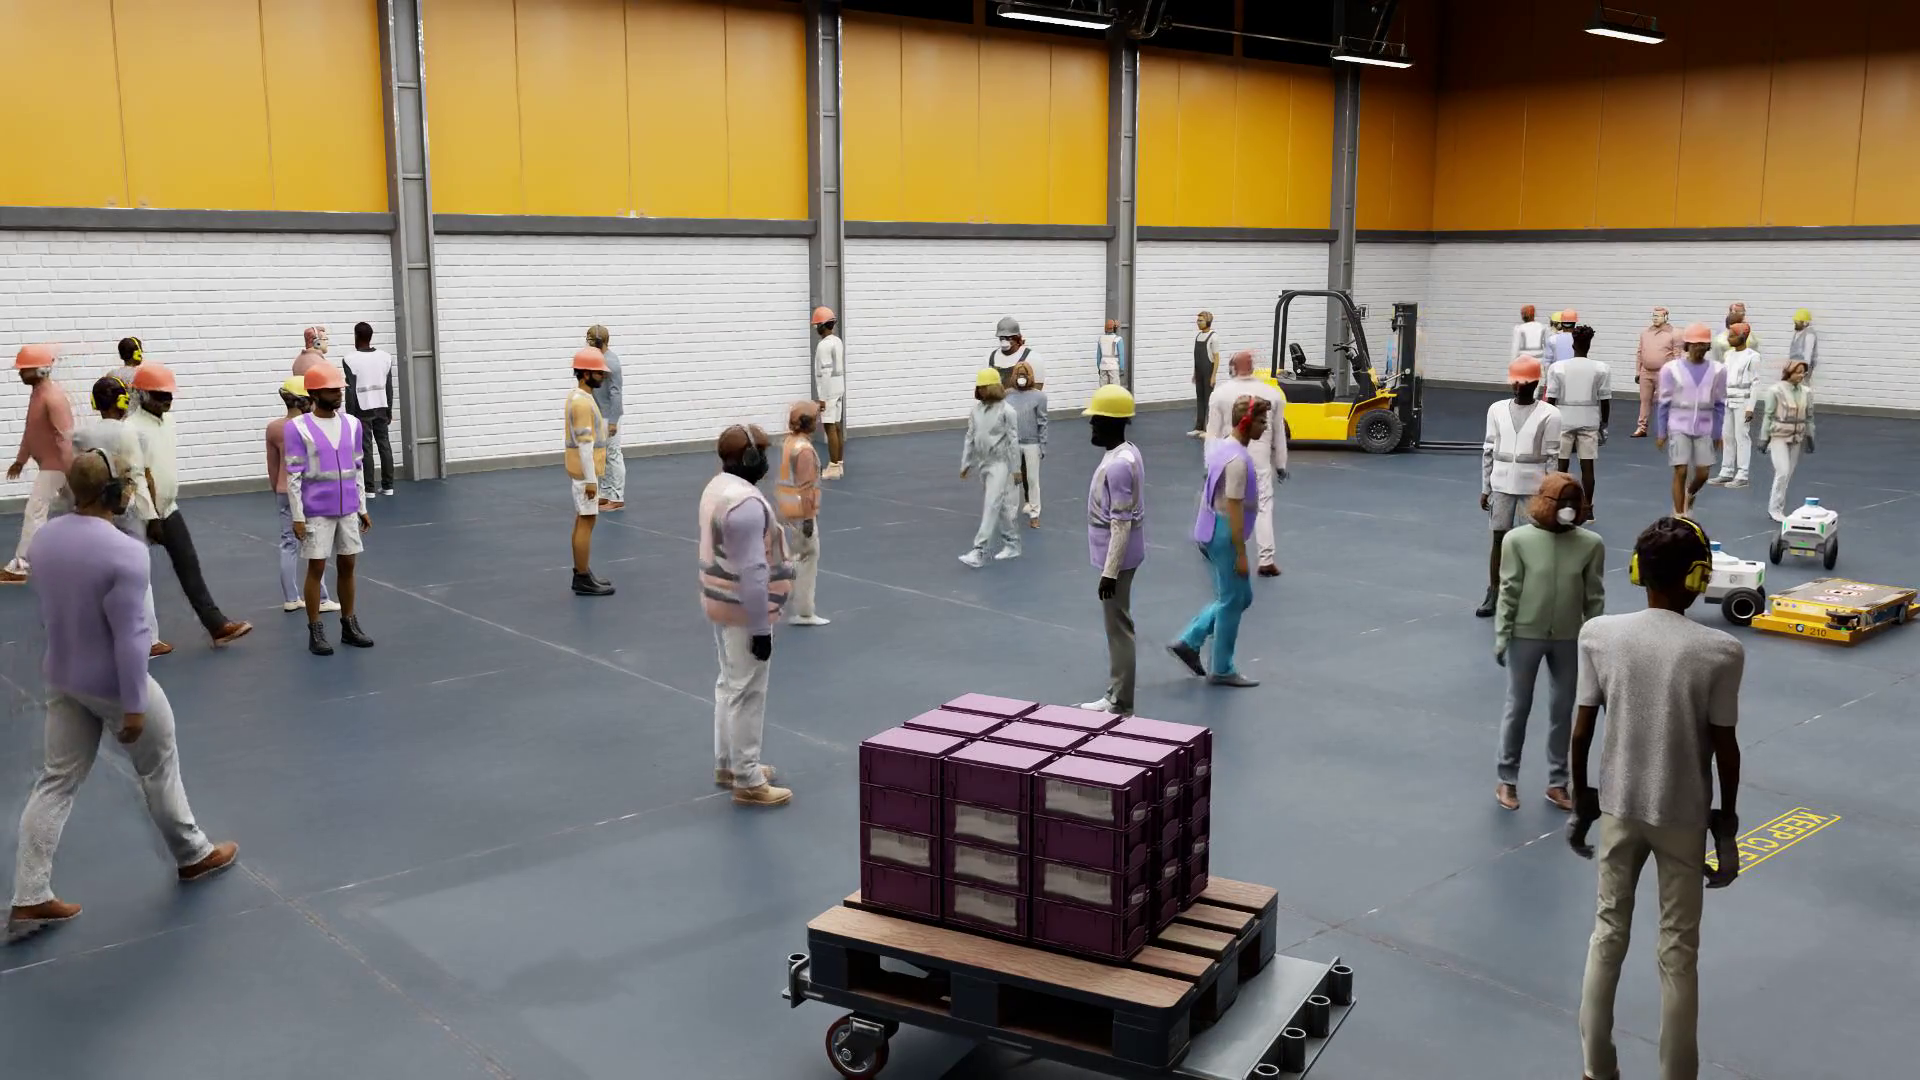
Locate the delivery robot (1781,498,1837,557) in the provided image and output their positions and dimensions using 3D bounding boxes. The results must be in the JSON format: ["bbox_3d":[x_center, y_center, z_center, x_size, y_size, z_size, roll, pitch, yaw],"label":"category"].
[{"bbox_3d":[7.311,-0.119,14.306,0.477,0.478,0.707,7,12,35],"label":"delivery robot"}]

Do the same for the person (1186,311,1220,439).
[{"bbox_3d":[3.551,-2.394,24.125,0.347,1.847,0.505,-5,11,-27],"label":"person"}]

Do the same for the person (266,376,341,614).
[{"bbox_3d":[-4.856,-0.330,12.301,0.524,1.760,0.328,3,10,19],"label":"person"}]

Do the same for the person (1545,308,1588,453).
[{"bbox_3d":[8.124,-2.133,22.316,0.545,1.942,0.354,5,11,25],"label":"person"}]

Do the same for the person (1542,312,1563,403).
[{"bbox_3d":[9.349,-2.704,26.188,0.317,1.765,0.522,3,10,16],"label":"person"}]

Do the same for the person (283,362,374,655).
[{"bbox_3d":[-4.191,-0.215,11.081,0.340,1.942,0.551,8,13,39],"label":"person"}]

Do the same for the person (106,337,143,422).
[{"bbox_3d":[-7.921,-1.012,15.978,0.534,1.864,0.310,2,10,14],"label":"person"}]

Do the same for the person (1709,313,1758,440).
[{"bbox_3d":[11.041,-2.333,23.819,0.648,1.827,0.449,2,10,13],"label":"person"}]

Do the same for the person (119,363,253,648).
[{"bbox_3d":[-5.293,-0.196,10.996,1.026,1.931,0.665,1,10,8],"label":"person"}]

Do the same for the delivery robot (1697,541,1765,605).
[{"bbox_3d":[5.472,0.254,12.122,0.707,0.478,0.477,5,11,26],"label":"delivery robot"}]

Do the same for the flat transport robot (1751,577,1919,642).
[{"bbox_3d":[6.290,0.481,11.895,1.431,0.197,0.652,-9,13,-42],"label":"flat transport robot"}]

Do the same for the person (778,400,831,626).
[{"bbox_3d":[-1.147,-0.184,11.819,0.422,1.621,0.536,-3,10,-17],"label":"person"}]

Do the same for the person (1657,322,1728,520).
[{"bbox_3d":[6.913,-1.056,15.769,0.614,2.026,0.602,2,10,10],"label":"person"}]

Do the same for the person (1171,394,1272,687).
[{"bbox_3d":[1.620,0.019,10.093,0.487,1.816,0.589,1,10,8],"label":"person"}]

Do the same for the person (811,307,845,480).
[{"bbox_3d":[-1.571,-1.729,19.667,0.394,2.040,0.609,2,10,12],"label":"person"}]

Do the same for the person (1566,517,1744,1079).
[{"bbox_3d":[2.115,0.852,5.074,0.519,1.865,0.331,8,13,40],"label":"person"}]

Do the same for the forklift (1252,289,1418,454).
[{"bbox_3d":[5.034,-2.339,22.783,2.313,2.155,1.214,3,10,16],"label":"forklift"}]

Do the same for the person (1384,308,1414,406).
[{"bbox_3d":[6.436,-2.496,24.558,0.868,1.891,0.605,-2,10,-10],"label":"person"}]

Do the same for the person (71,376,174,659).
[{"bbox_3d":[-5.484,-0.137,10.861,0.521,1.865,0.328,-1,10,-5],"label":"person"}]

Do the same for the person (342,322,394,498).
[{"bbox_3d":[-6.465,-1.420,18.210,0.392,1.920,0.587,7,12,36],"label":"person"}]

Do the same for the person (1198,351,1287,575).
[{"bbox_3d":[2.393,-0.656,13.996,0.720,1.836,1.038,-1,10,-5],"label":"person"}]

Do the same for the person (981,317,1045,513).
[{"bbox_3d":[0.506,-1.287,17.073,0.691,2.000,0.537,4,11,24],"label":"person"}]

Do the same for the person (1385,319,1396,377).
[{"bbox_3d":[7.016,-2.755,26.680,0.321,1.694,0.529,-5,11,-25],"label":"person"}]

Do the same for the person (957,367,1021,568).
[{"bbox_3d":[0.240,-0.625,14.212,0.510,1.690,0.912,9,13,43],"label":"person"}]

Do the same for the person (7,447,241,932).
[{"bbox_3d":[-3.432,0.573,6.650,0.644,1.895,1.015,4,10,21],"label":"person"}]

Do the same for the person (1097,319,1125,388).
[{"bbox_3d":[2.409,-2.711,26.586,0.523,1.638,0.310,9,13,42],"label":"person"}]

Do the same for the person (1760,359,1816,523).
[{"bbox_3d":[8.203,-0.971,16.433,0.538,1.620,0.500,-3,10,-16],"label":"person"}]

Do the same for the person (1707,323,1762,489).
[{"bbox_3d":[8.845,-1.528,18.944,0.337,1.881,0.583,-2,10,-11],"label":"person"}]

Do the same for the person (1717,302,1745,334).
[{"bbox_3d":[12.142,-2.764,26.101,0.642,1.913,0.410,-8,12,-38],"label":"person"}]

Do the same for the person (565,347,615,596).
[{"bbox_3d":[-2.883,-0.536,12.986,0.378,1.932,0.551,-3,10,-17],"label":"person"}]

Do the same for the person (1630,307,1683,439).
[{"bbox_3d":[10.063,-2.412,24.051,0.407,1.910,0.638,-9,13,-42],"label":"person"}]

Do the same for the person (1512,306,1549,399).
[{"bbox_3d":[9.257,-2.868,26.937,0.680,1.843,0.614,0,10,2],"label":"person"}]

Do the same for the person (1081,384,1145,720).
[{"bbox_3d":[0.856,0.093,9.318,0.362,1.930,0.585,1,10,6],"label":"person"}]

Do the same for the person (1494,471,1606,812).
[{"bbox_3d":[2.802,0.481,7.910,0.515,1.628,0.294,0,10,2],"label":"person"}]

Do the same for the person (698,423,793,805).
[{"bbox_3d":[-1.037,0.361,8.055,0.430,1.833,0.661,-3,10,-19],"label":"person"}]

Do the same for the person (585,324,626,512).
[{"bbox_3d":[-3.677,-1.258,17.217,0.378,1.937,0.628,-6,11,-29],"label":"person"}]

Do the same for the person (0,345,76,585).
[{"bbox_3d":[-7.359,-0.612,13.472,1.065,1.939,0.620,-6,11,-32],"label":"person"}]

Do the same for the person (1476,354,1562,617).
[{"bbox_3d":[4.045,-0.378,12.063,0.544,1.935,0.361,6,12,33],"label":"person"}]

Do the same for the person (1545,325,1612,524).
[{"bbox_3d":[6.087,-1.140,16.426,0.618,1.964,0.361,3,10,17],"label":"person"}]

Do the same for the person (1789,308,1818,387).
[{"bbox_3d":[13.406,-2.783,26.487,0.436,1.808,0.612,1,10,6],"label":"person"}]

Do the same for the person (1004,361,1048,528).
[{"bbox_3d":[0.607,-0.923,16.163,0.501,1.628,0.286,3,10,16],"label":"person"}]

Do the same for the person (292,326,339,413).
[{"bbox_3d":[-6.676,-1.273,17.381,0.407,1.910,0.639,-9,13,-43],"label":"person"}]
